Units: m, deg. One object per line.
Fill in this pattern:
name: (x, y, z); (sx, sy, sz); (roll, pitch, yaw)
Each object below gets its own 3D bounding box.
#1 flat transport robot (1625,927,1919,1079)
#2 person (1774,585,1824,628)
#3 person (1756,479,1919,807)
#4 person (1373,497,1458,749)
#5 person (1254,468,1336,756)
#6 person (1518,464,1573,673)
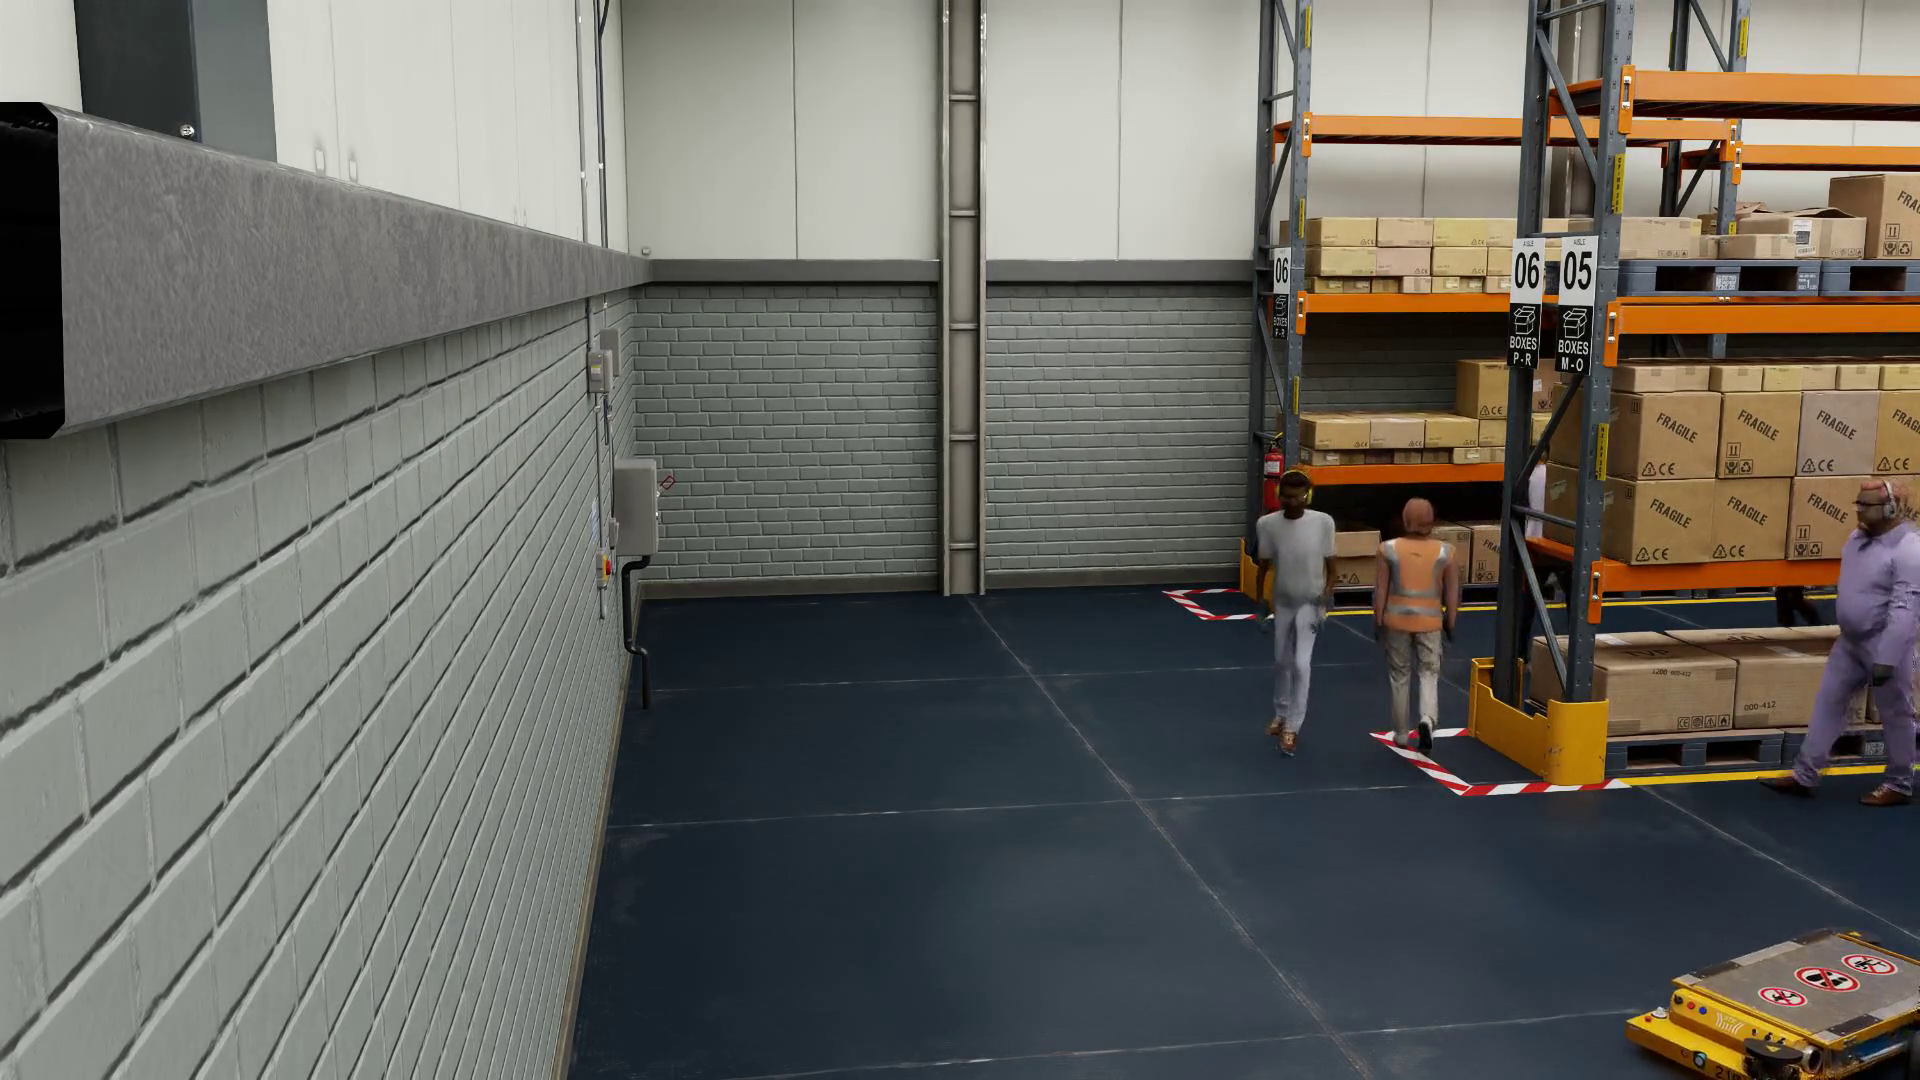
flat transport robot: (3.375, 1.844, 6.564); (1.431, 0.197, 0.652); (-5, 11, -30)
person: (6.275, 0.008, 12.467); (0.488, 2.029, 0.610); (-4, 10, -21)
person: (5.006, 0.593, 9.341); (0.905, 1.868, 0.679); (-1, 9, -5)
person: (2.847, 0.545, 10.426); (0.522, 1.621, 0.508); (2, 9, 12)
person: (2.107, 0.438, 10.528); (0.509, 1.798, 0.903); (4, 10, 22)
person: (4.545, 0.078, 12.595); (1.053, 1.856, 0.581); (-6, 11, -31)
